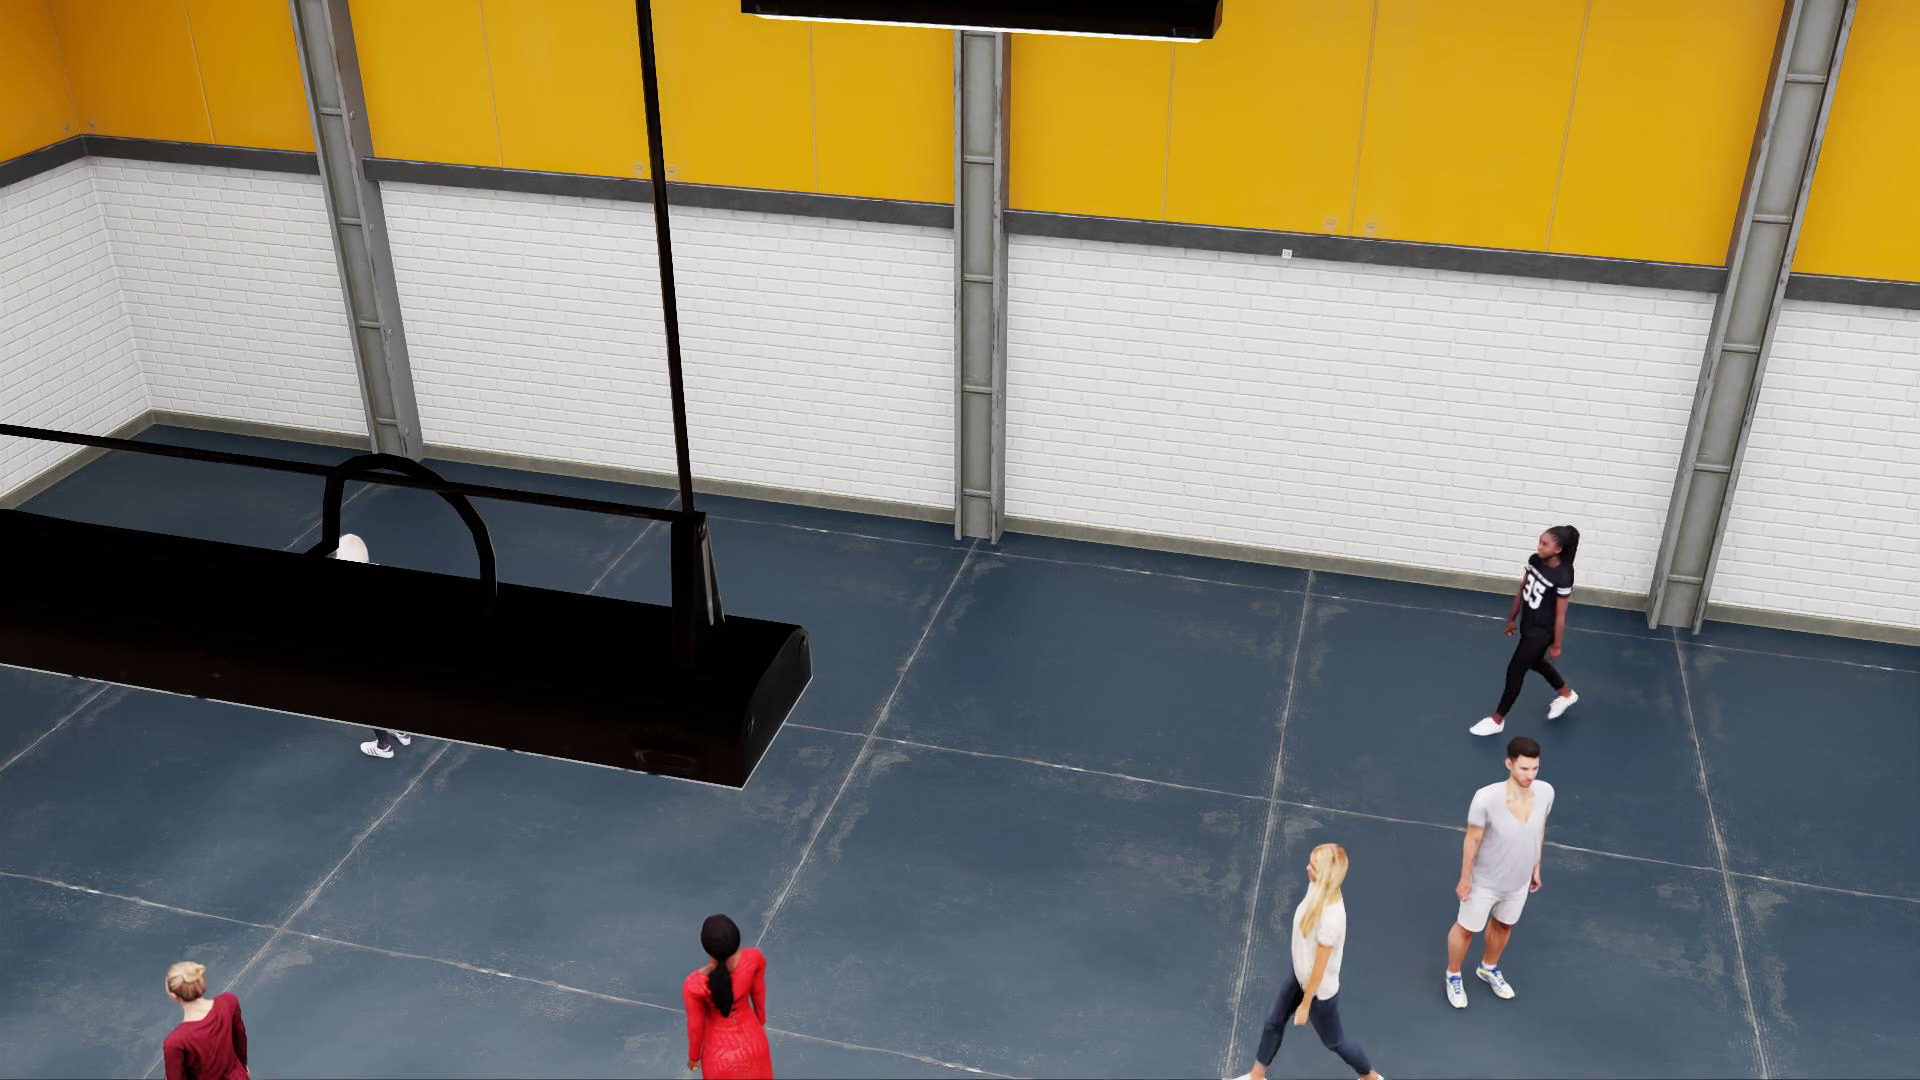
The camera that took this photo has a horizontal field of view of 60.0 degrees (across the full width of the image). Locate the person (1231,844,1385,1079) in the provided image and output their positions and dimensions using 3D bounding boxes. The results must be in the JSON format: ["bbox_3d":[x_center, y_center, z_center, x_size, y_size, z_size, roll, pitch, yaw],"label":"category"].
[{"bbox_3d":[2.011,2.399,8.964,1.216,1.768,0.862,-2,29,-3],"label":"person"}]

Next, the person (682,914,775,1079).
[{"bbox_3d":[-1.166,2.632,8.533,0.738,1.783,0.784,-19,34,-31],"label":"person"}]

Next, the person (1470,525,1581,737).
[{"bbox_3d":[4.315,0.666,12.219,1.233,1.694,1.002,-7,29,-12],"label":"person"}]

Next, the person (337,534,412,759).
[{"bbox_3d":[-4.242,0.748,11.948,0.615,1.809,0.703,15,32,26],"label":"person"}]

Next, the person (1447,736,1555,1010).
[{"bbox_3d":[3.162,1.925,9.746,0.680,1.852,0.824,-7,29,-12],"label":"person"}]

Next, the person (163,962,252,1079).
[{"bbox_3d":[-3.655,2.805,8.303,0.723,1.688,0.720,14,32,24],"label":"person"}]
